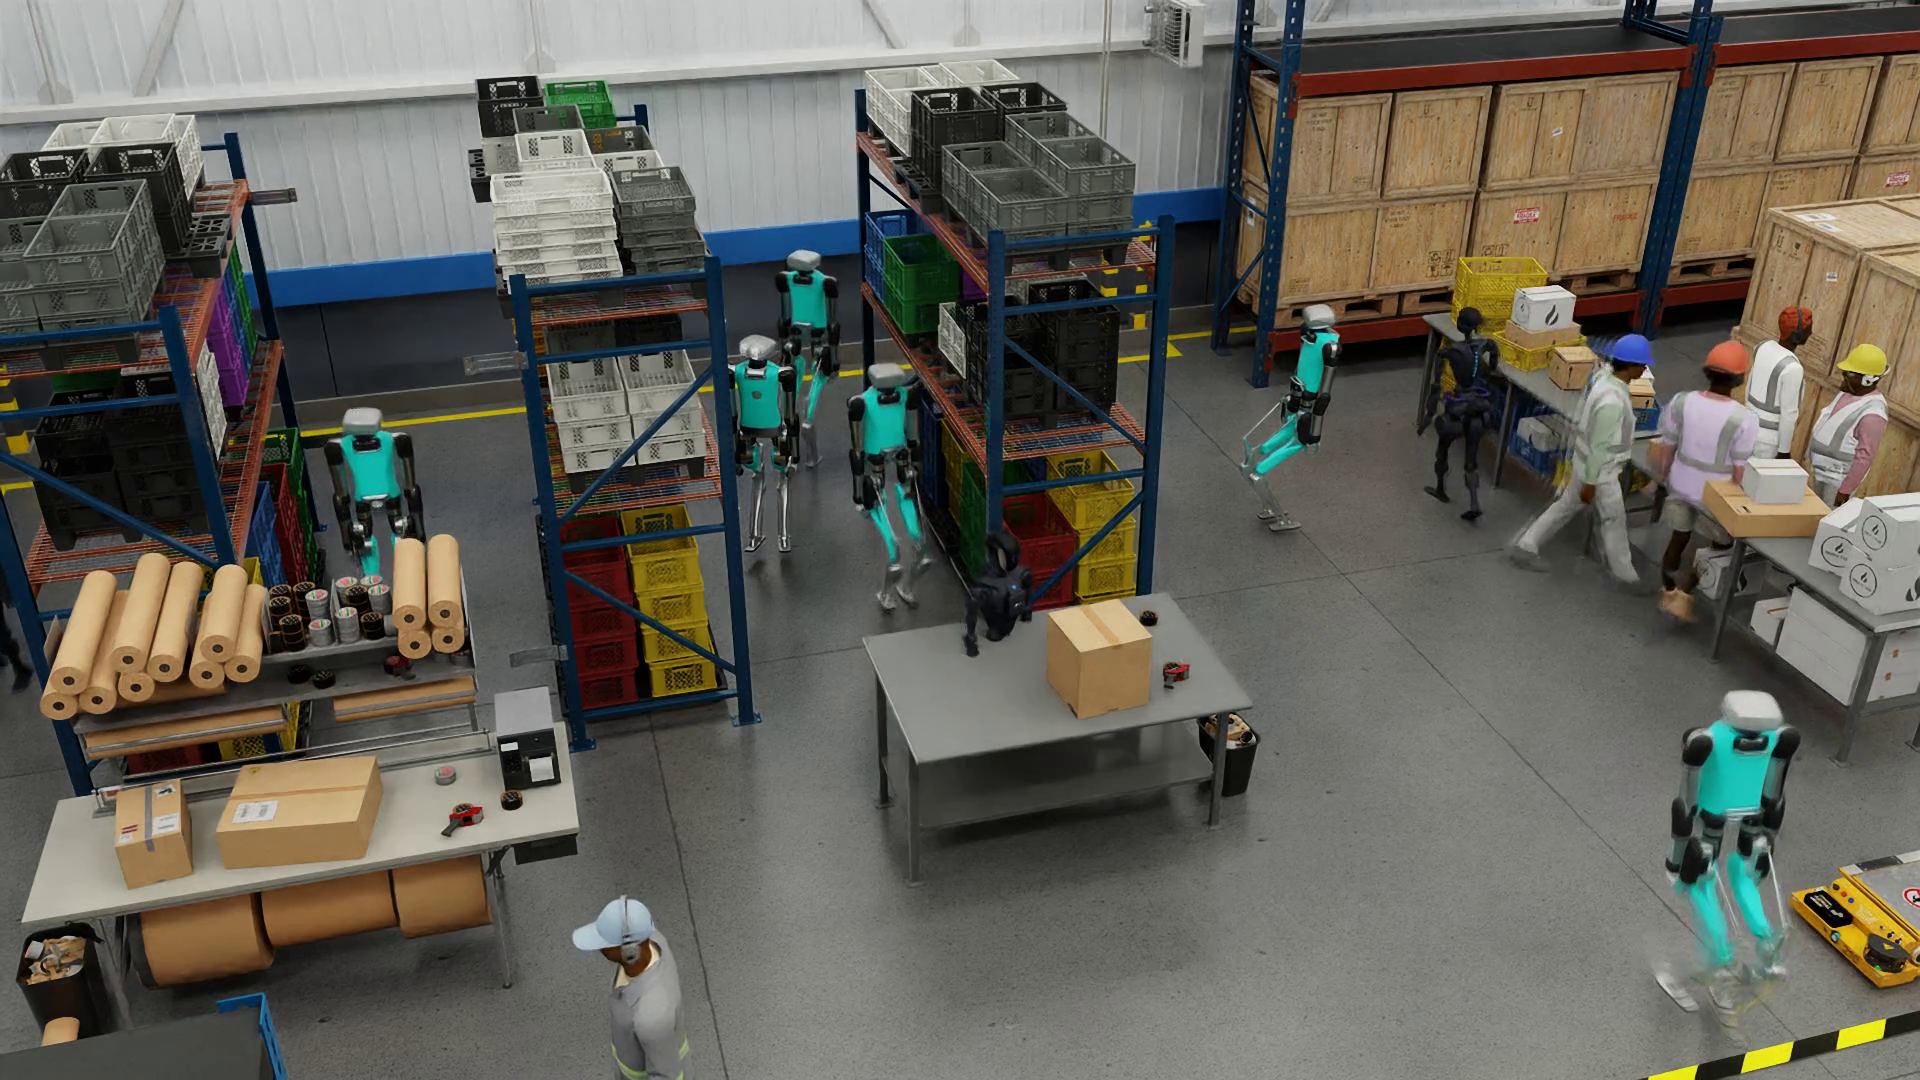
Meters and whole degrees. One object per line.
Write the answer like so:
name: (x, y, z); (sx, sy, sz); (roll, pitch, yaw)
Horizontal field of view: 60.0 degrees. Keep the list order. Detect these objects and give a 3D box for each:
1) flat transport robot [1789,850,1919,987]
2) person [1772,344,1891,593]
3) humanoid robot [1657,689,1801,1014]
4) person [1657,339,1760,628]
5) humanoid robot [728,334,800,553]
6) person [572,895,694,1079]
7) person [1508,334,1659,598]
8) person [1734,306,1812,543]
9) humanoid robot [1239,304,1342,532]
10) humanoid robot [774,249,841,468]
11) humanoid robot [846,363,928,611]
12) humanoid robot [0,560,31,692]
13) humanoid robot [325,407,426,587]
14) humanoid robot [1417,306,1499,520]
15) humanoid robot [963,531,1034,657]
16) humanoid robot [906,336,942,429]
flat transport robot: (5.163, 1.916, 8.676); (1.431, 0.231, 0.659); (-8, 30, -14)
person: (6.011, -0.484, 11.417); (0.404, 1.833, 0.585); (4, 29, 7)
humanoid robot: (3.610, 1.546, 7.685); (0.533, 1.677, 0.735); (-3, 29, -5)
person: (4.919, -0.353, 10.975); (0.483, 2.031, 0.660); (-19, 34, -30)
humanoid robot: (-1.364, -0.727, 11.824); (0.533, 1.673, 0.735); (2, 29, 3)
person: (-1.254, 2.150, 6.605); (0.387, 1.850, 0.599); (-8, 30, -14)
person: (4.408, -0.535, 11.455); (1.021, 1.895, 0.604); (8, 30, 15)
person: (5.773, -0.769, 11.886); (0.356, 1.882, 0.574); (-2, 29, -3)
humanoid robot: (2.337, -0.872, 12.118); (0.730, 1.696, 0.535); (-5, 29, -10)
humanoid robot: (-1.262, -1.325, 13.086); (0.552, 1.829, 0.663); (11, 31, 19)
humanoid robot: (-0.394, -0.262, 11.097); (0.543, 1.783, 0.687); (-15, 32, -25)
humanoid robot: (-6.154, 0.197, 10.355); (0.612, 1.650, 0.465); (4, 29, 7)
humanoid robot: (-3.625, 0.114, 10.453); (0.540, 1.774, 0.965); (-7, 30, -13)
humanoid robot: (3.795, -0.946, 12.461); (0.599, 1.631, 0.713); (-8, 30, -13)
humanoid robot: (0.217, 0.691, 9.436); (0.323, 1.661, 0.589); (23, 36, 35)
humanoid robot: (-0.190, -1.654, 13.708); (0.487, 1.639, 0.609); (-3, 29, -6)
